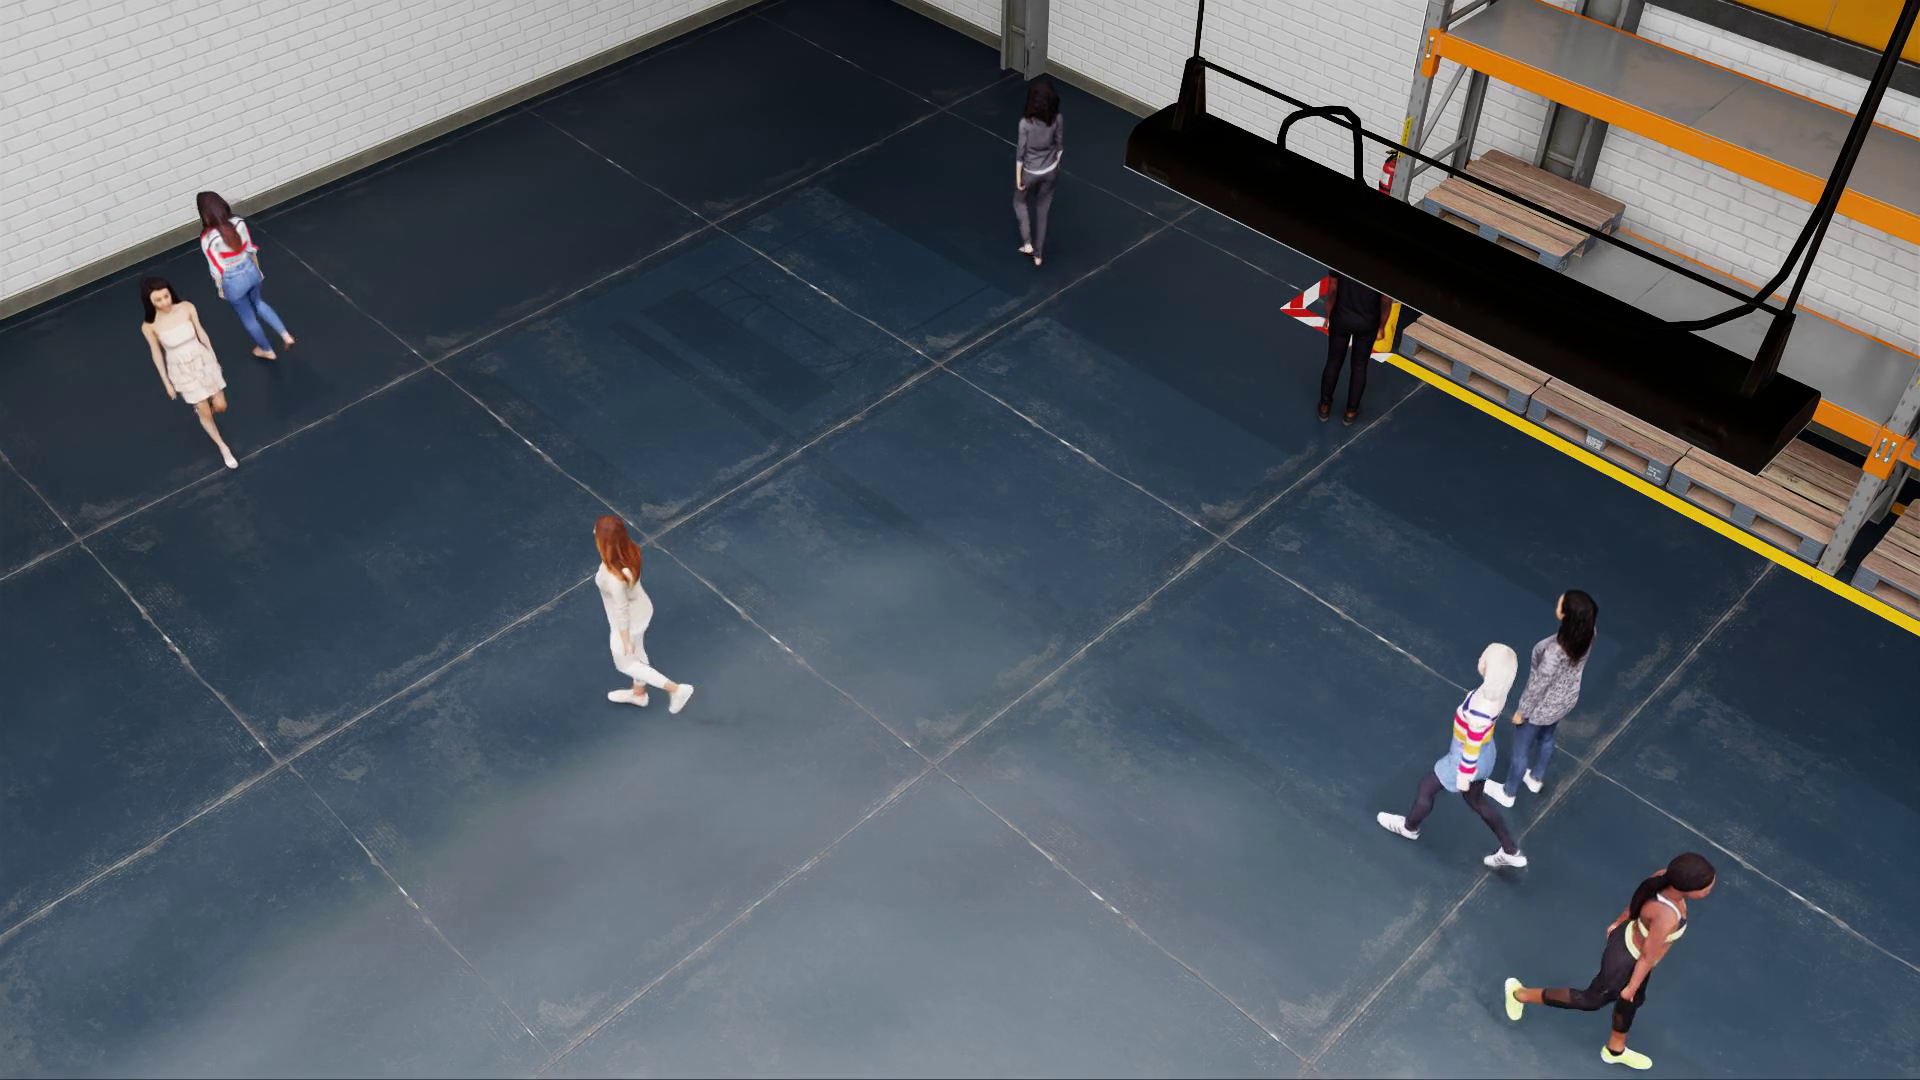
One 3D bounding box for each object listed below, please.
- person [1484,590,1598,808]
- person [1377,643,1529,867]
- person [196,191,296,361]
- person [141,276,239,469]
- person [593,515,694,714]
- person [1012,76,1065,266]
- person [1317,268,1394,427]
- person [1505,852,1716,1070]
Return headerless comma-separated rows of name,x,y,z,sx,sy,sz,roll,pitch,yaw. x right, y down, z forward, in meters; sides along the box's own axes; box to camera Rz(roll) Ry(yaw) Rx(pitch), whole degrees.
person,3.561,0.965,10.059,0.648,1.731,0.581,-27,50,-25
person,3.055,1.298,9.679,1.189,1.774,0.803,26,49,25
person,-5.718,-2.070,13.340,0.786,1.601,0.704,20,47,20
person,-5.764,-1.283,12.427,0.591,1.720,0.740,-32,52,-29
person,-2.026,0.500,10.569,0.970,1.701,0.868,6,44,6
person,0.700,-3.118,14.334,0.733,1.747,0.775,-10,45,-10
person,3.023,-1.659,12.750,0.659,1.820,0.805,14,45,15
person,3.438,2.182,8.792,1.158,1.717,0.867,18,46,18
